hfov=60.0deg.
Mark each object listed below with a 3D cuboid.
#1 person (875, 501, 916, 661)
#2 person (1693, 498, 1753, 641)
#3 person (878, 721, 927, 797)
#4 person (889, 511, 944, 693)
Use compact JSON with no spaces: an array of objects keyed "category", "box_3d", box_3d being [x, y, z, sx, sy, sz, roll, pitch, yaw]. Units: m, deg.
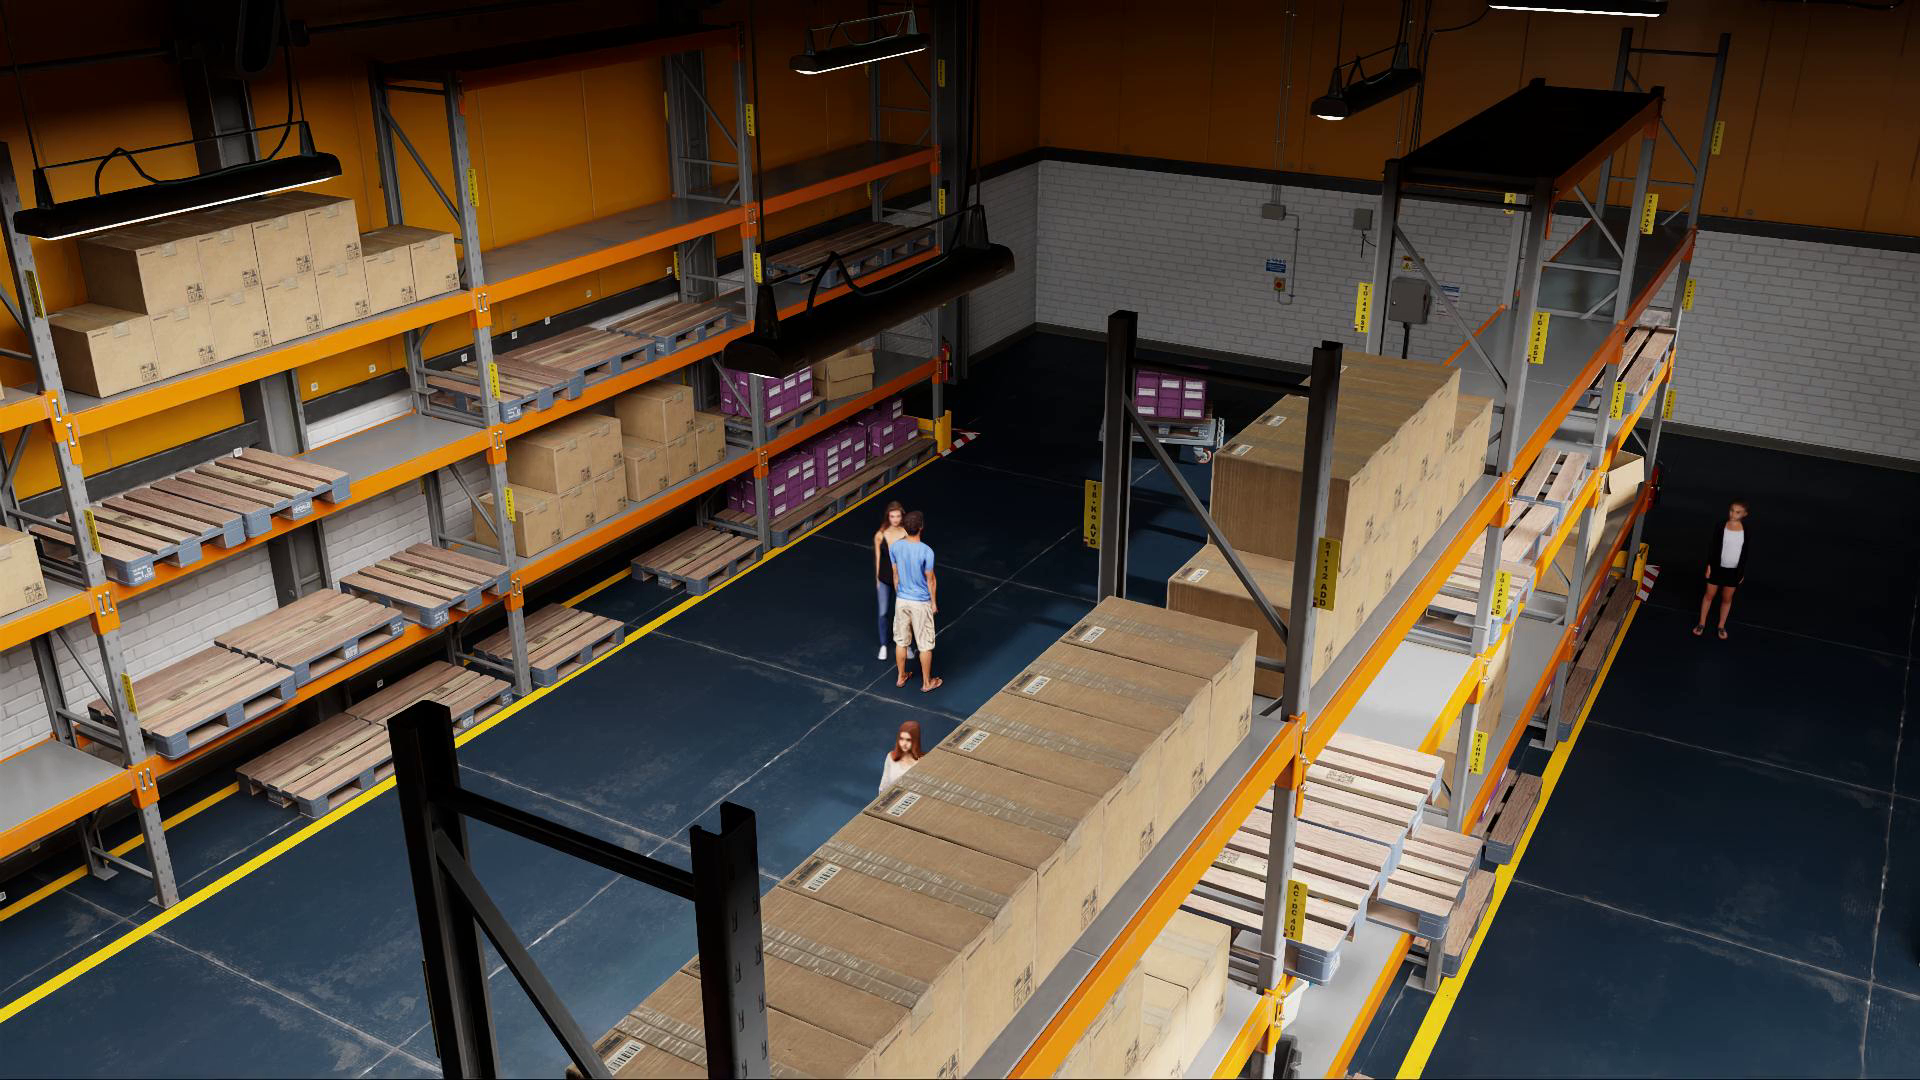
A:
[{"category":"person","box_3d":[-0.666,0.392,16.850,0.665,1.722,0.692,0,24,-1]},{"category":"person","box_3d":[7.982,0.274,17.331,0.559,1.554,0.561,9,25,20]},{"category":"person","box_3d":[-0.355,2.114,12.970,0.601,1.675,1.007,12,26,26]},{"category":"person","box_3d":[-0.446,0.591,16.220,0.660,1.864,0.585,10,26,23]}]
